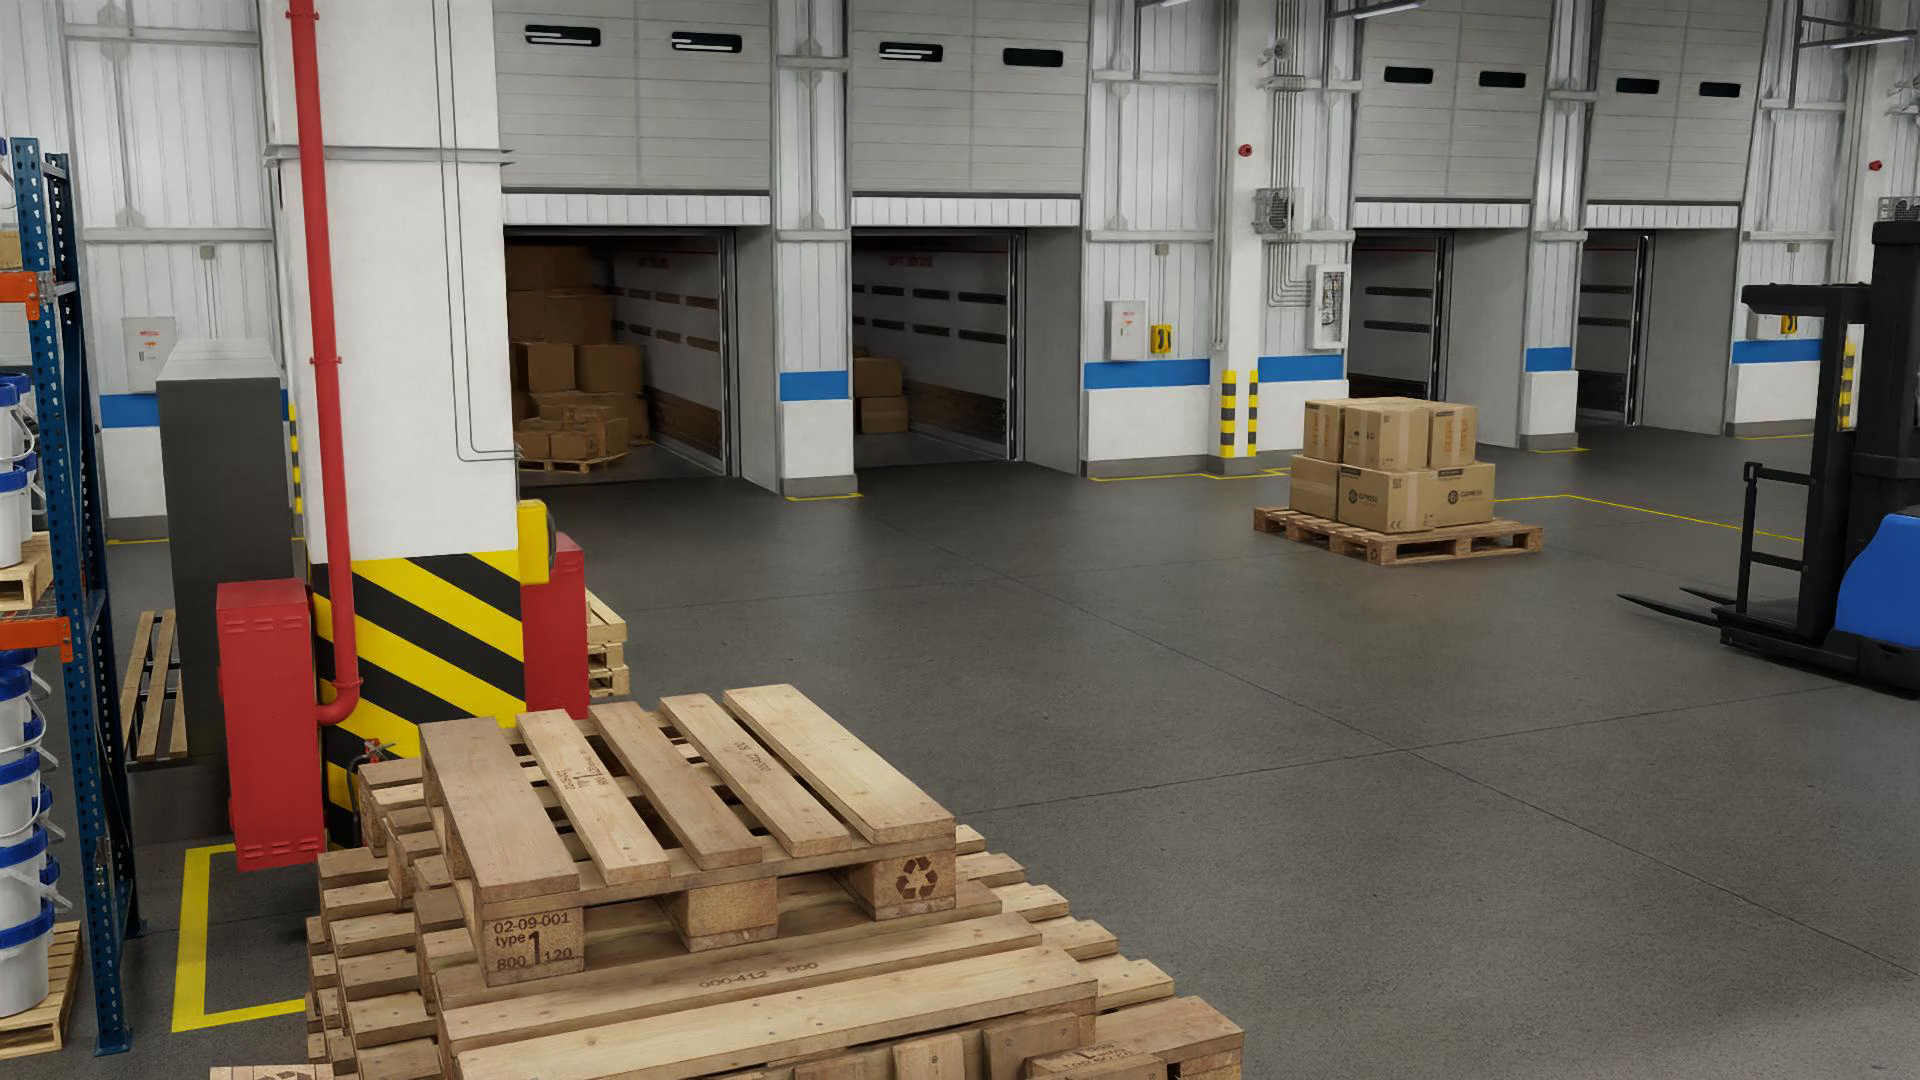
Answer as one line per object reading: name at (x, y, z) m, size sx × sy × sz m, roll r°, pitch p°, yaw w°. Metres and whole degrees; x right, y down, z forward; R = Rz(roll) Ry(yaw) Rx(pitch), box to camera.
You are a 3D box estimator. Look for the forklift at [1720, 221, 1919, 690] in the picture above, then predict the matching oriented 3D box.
forklift at (5.951, -0.550, 10.218) m, size 1.129 × 2.768 × 1.873 m, roll -4°, pitch 11°, yaw -23°
